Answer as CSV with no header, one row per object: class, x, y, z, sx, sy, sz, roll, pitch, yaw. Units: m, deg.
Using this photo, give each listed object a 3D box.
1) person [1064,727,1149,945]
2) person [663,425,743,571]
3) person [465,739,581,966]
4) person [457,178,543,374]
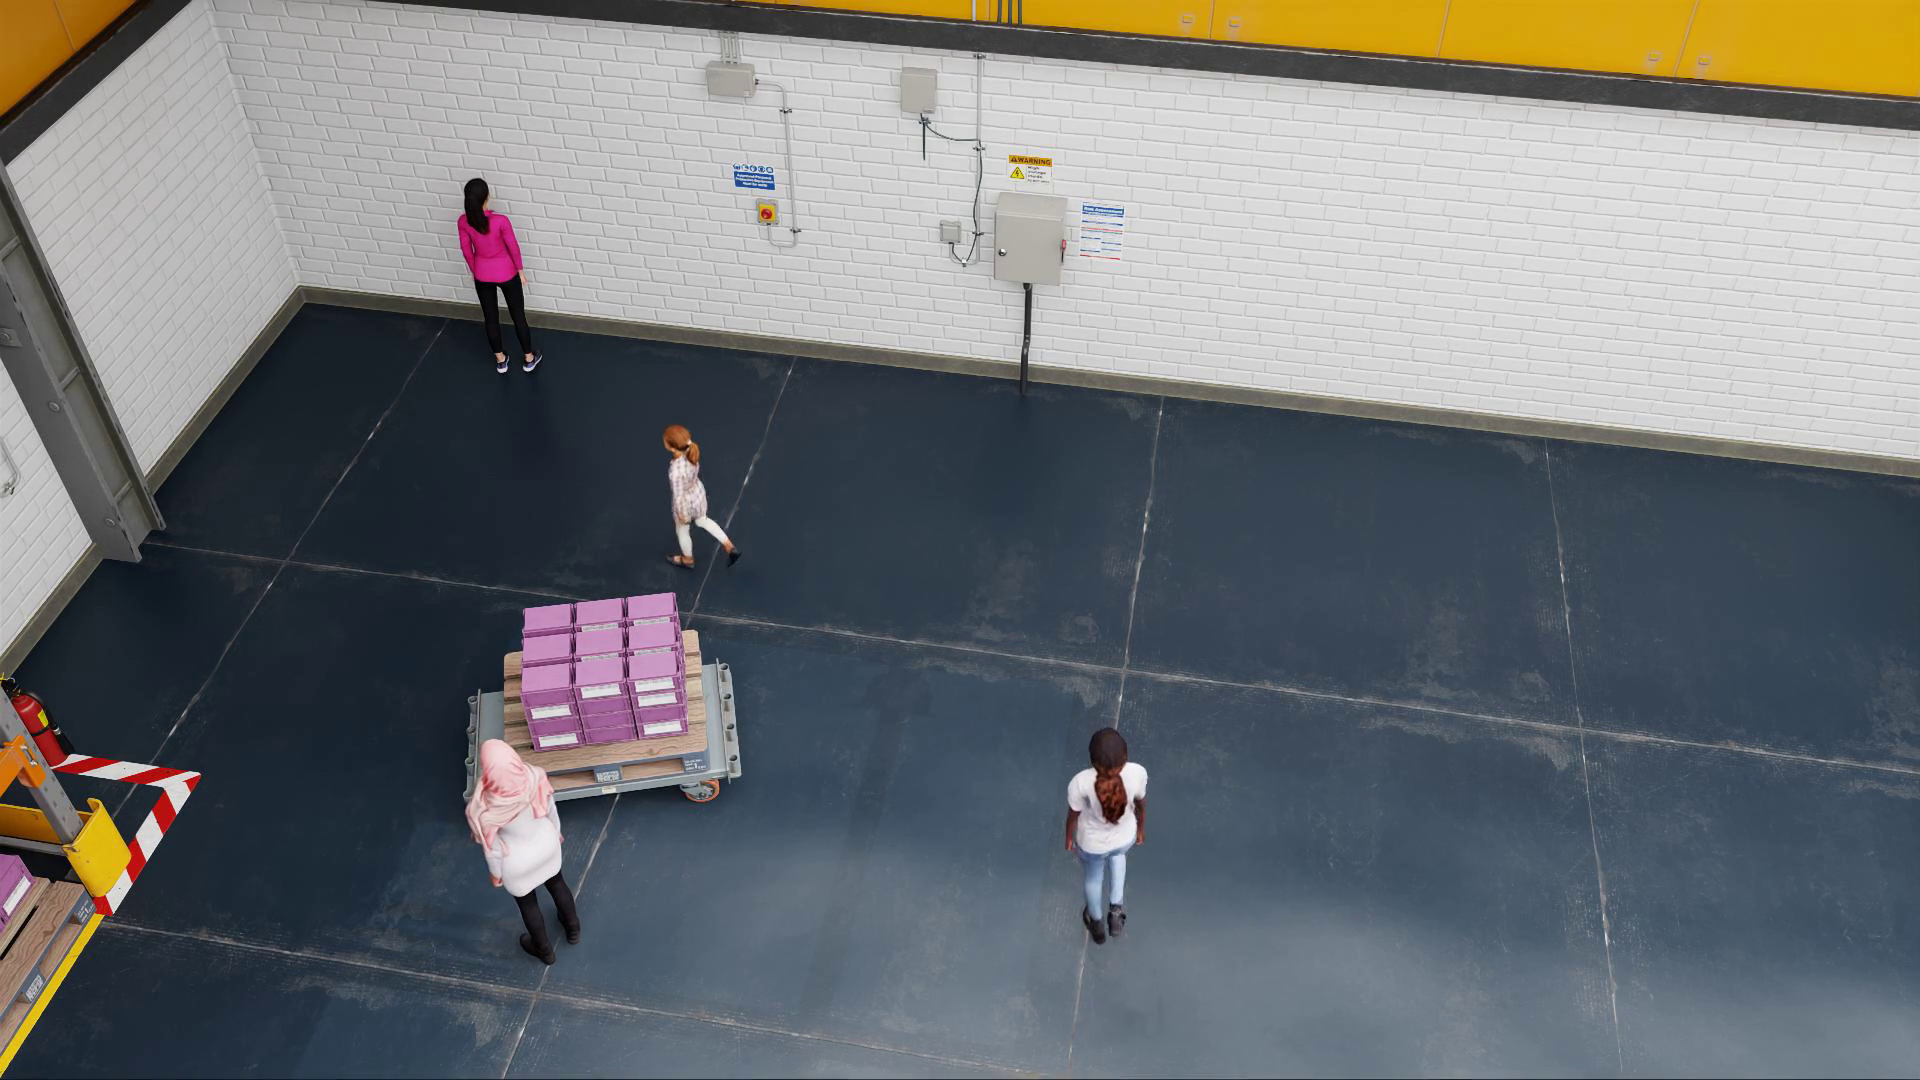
person,0.815,1.676,9.019,0.728,1.712,0.769,-10,45,-10
person,-1.792,-0.266,11.359,0.681,1.298,0.783,15,46,15
person,-2.333,1.674,8.955,0.721,1.804,0.800,-33,53,-30
person,-3.616,-2.055,12.946,0.627,1.698,0.613,0,44,0
